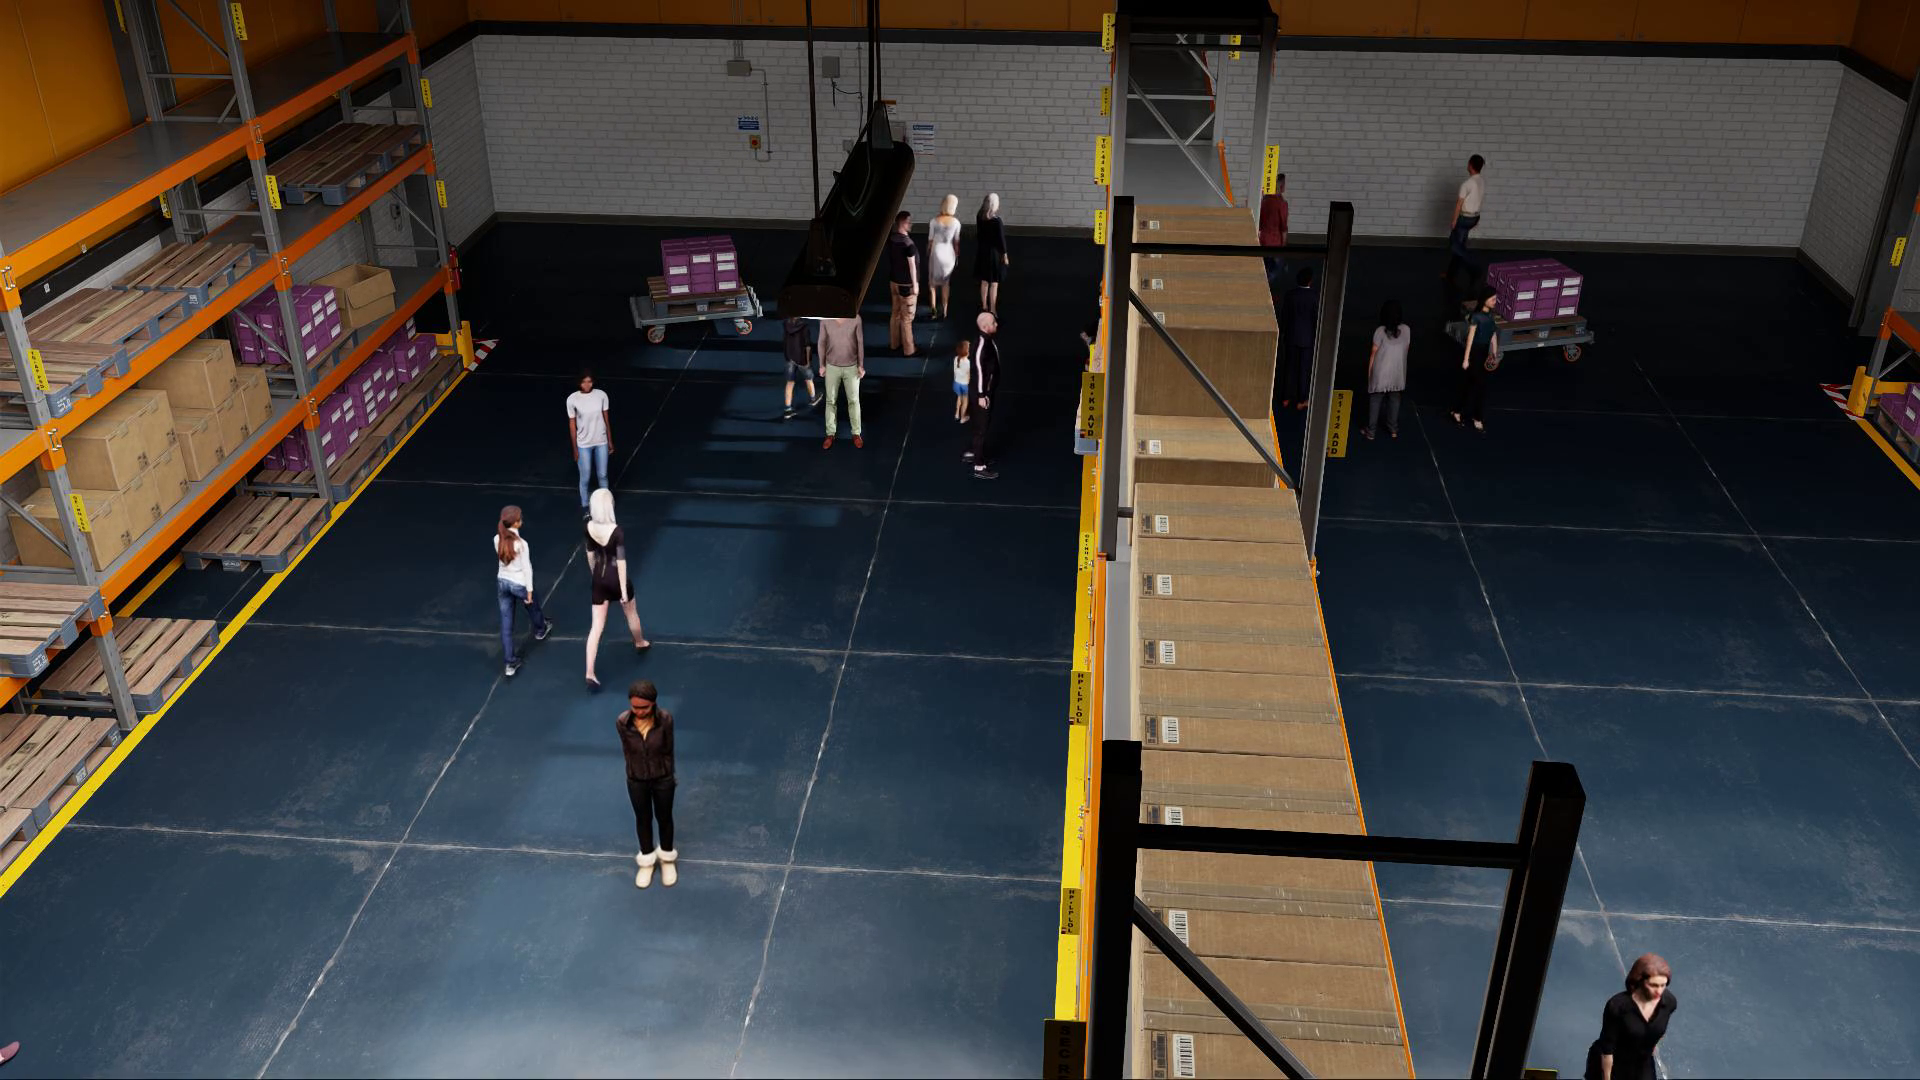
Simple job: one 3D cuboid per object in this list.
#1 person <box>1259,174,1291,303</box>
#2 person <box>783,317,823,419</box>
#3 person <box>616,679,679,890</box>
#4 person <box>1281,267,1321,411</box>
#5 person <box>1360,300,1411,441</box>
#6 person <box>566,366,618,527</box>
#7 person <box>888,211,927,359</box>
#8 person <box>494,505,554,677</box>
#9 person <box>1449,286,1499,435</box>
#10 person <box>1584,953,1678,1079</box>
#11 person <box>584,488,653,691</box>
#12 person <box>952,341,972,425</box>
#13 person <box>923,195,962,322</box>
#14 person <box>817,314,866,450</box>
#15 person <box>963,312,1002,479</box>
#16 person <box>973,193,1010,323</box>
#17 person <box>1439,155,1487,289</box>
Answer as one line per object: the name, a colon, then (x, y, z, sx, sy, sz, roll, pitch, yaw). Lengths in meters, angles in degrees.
person: (4.164, -4.006, 22.380, 1.024, 1.815, 0.998, -15, 32, -25)
person: (-1.915, -2.088, 19.290, 0.757, 1.409, 1.030, 12, 31, 21)
person: (-2.245, 1.713, 12.056, 0.688, 1.664, 0.627, 2, 29, 4)
person: (3.975, -2.366, 19.464, 0.701, 1.729, 0.679, 15, 32, 25)
person: (4.829, -1.925, 18.788, 0.729, 1.603, 0.769, -7, 29, -13)
person: (-3.750, -0.969, 16.914, 0.671, 1.719, 0.698, -15, 32, -26)
person: (-0.726, -3.240, 20.950, 0.839, 1.841, 0.750, -18, 33, -29)
person: (-3.924, 0.466, 14.508, 0.579, 1.505, 1.091, 6, 29, 10)
person: (5.817, -2.093, 18.974, 0.816, 1.721, 0.870, -25, 37, -38)
person: (3.805, 2.999, 9.688, 0.702, 1.672, 1.034, -2, 29, -3)
person: (-3.056, 0.450, 14.248, 0.803, 1.781, 1.254, 9, 30, 16)
person: (0.009, -1.811, 19.194, 0.494, 1.014, 0.524, 16, 32, 27)
person: (-0.191, -3.665, 21.853, 0.699, 1.722, 0.660, -5, 29, -10)
person: (-1.314, -1.935, 18.523, 0.704, 1.874, 0.631, -1, 29, -2)
person: (0.232, -1.595, 17.933, 0.735, 1.842, 0.572, 3, 29, 5)
person: (0.407, -3.718, 21.928, 0.721, 1.744, 0.756, 21, 35, 34)
person: (7.074, -4.398, 23.078, 1.075, 1.837, 1.140, -21, 35, -34)
